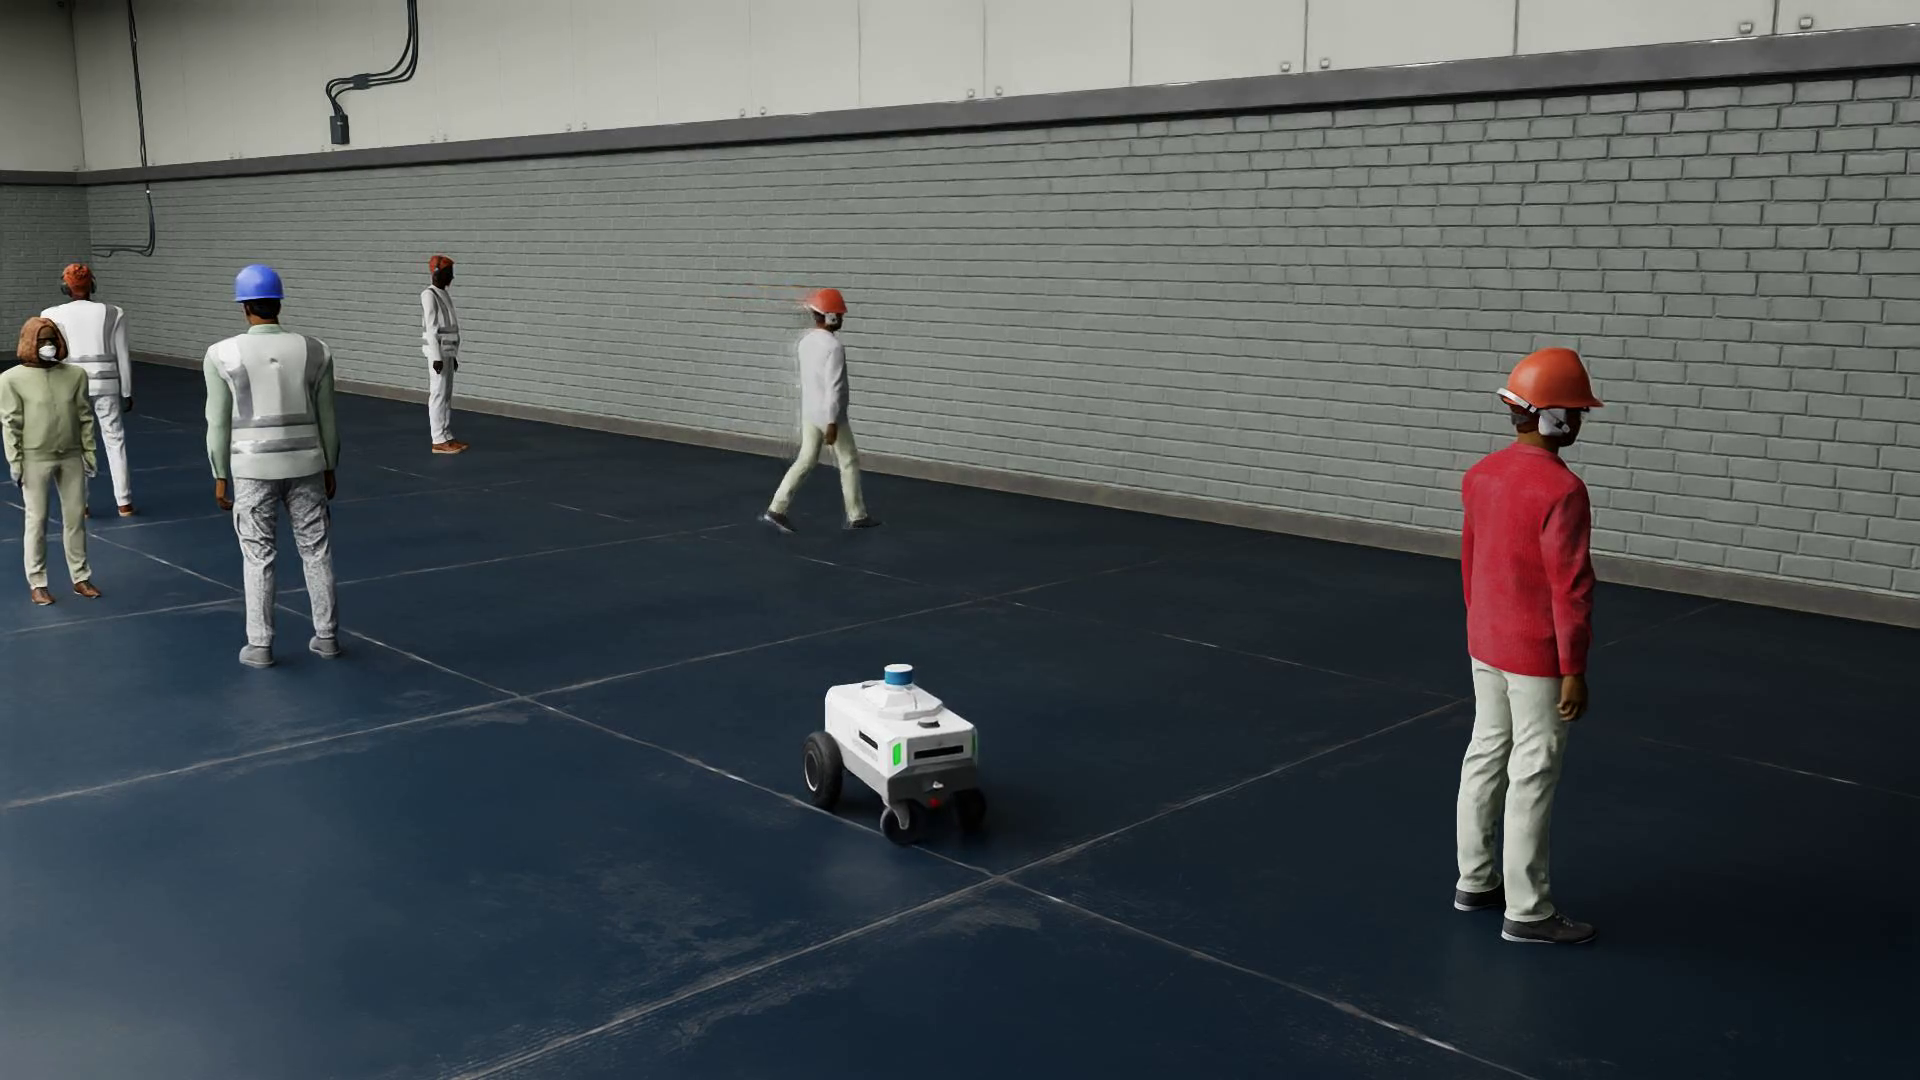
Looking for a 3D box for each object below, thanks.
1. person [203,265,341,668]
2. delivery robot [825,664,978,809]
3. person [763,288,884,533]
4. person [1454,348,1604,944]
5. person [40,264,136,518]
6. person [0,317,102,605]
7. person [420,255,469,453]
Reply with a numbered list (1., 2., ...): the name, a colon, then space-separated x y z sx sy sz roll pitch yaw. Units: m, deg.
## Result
1. person: -3.320 -0.354 8.071 0.603 1.938 0.425 -7 13 -35
2. delivery robot: -0.215 0.686 5.905 0.477 0.478 0.707 -5 11 -24
3. person: -0.981 -0.899 11.629 0.868 1.716 0.570 -7 12 -32
4. person: 1.699 0.309 4.939 0.326 1.752 0.560 -3 11 -14
5. person: -6.434 -1.091 12.282 0.592 1.872 0.368 -5 12 -27
6. person: -5.148 -0.449 9.429 0.279 1.624 0.494 7 13 35
7. person: -4.958 -1.777 15.957 0.356 1.886 0.574 -1 10 -3
